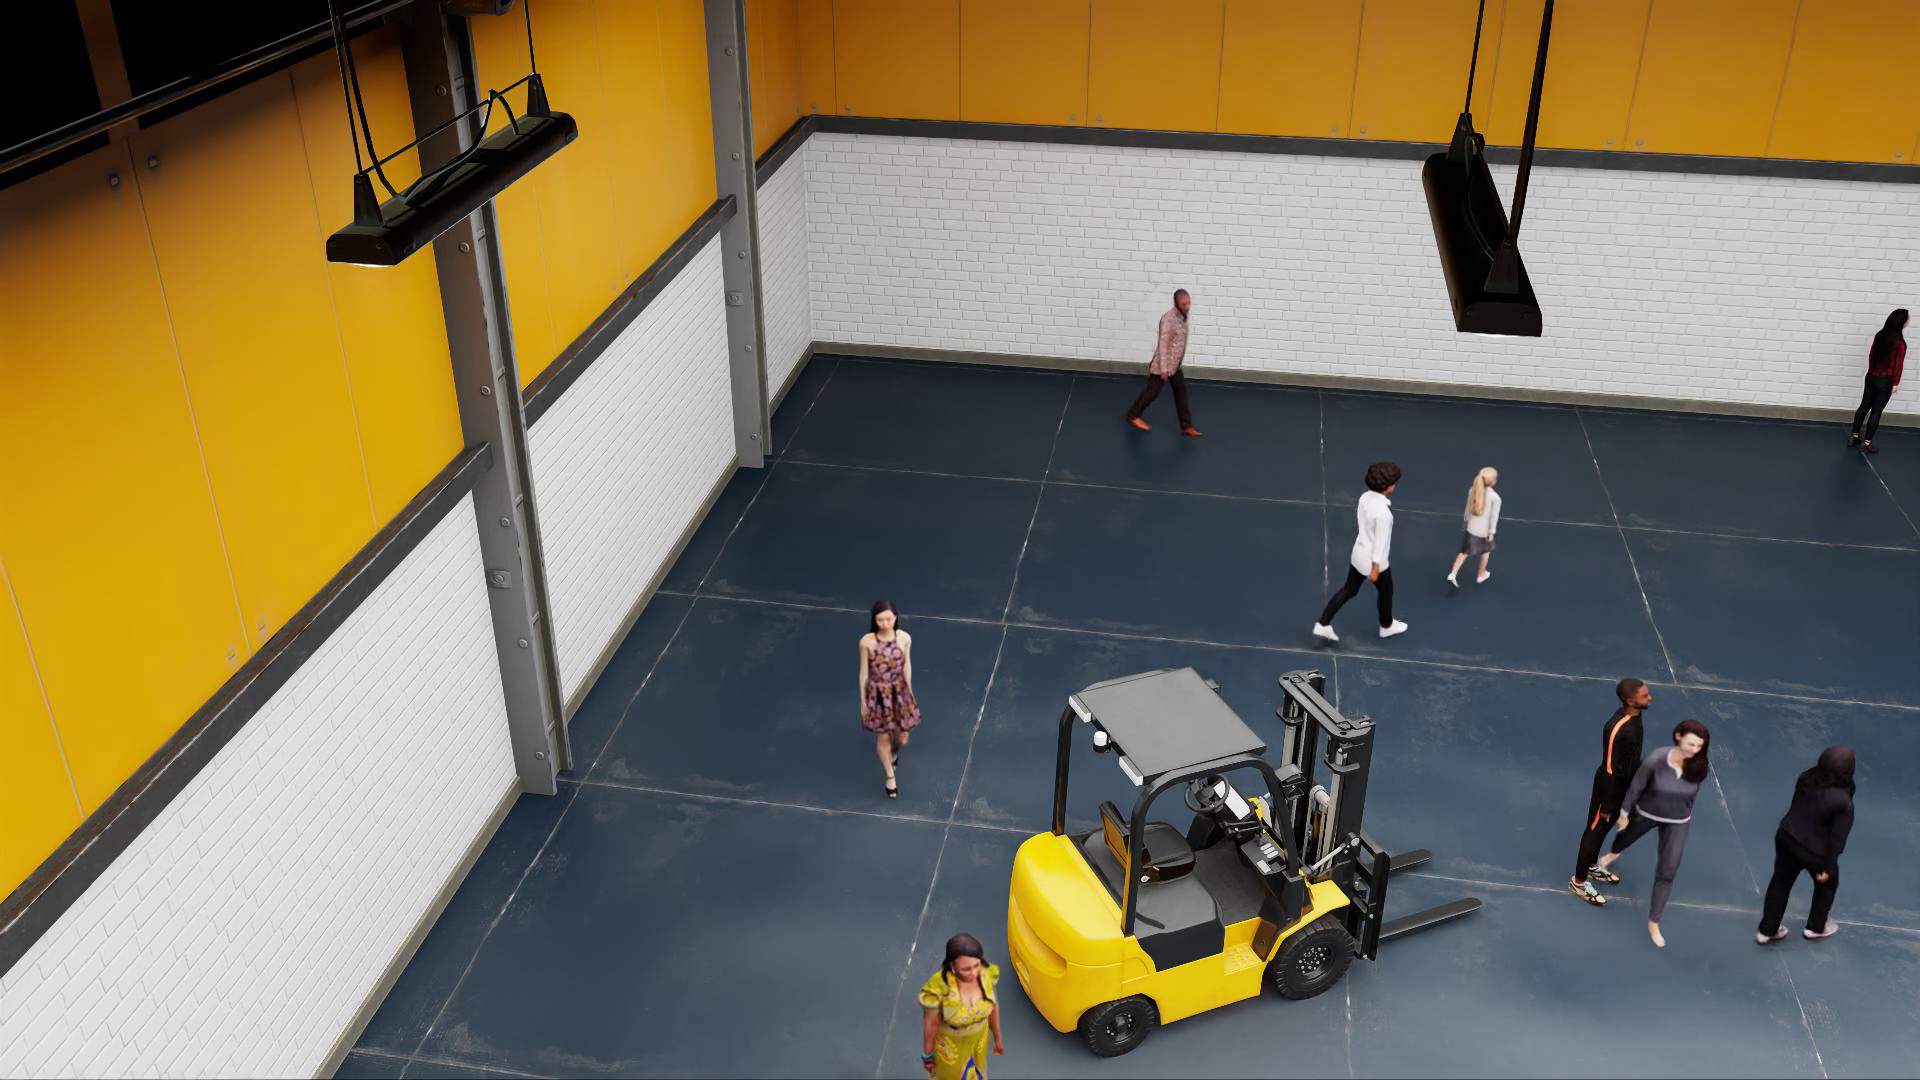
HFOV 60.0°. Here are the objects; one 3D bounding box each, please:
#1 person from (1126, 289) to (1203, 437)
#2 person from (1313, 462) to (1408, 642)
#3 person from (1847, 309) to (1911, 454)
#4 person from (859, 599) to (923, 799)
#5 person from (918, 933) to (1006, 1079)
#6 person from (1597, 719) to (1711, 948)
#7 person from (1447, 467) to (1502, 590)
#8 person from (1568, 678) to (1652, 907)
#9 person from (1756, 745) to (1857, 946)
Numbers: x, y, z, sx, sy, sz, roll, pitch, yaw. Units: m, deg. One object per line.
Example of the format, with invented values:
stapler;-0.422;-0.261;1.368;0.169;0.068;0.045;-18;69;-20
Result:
person;2.273;-2.026;18.818;1.185;1.775;1.250;20;34;32
person;3.578;0.156;14.822;1.036;1.770;1.200;-7;29;-13
person;10.230;-1.782;18.493;0.723;1.656;0.600;-8;30;-14
person;-0.586;1.206;12.906;0.766;1.763;0.850;-5;29;-10
person;-0.048;2.940;9.851;1.117;1.642;1.162;-20;34;-32
person;4.885;1.891;11.699;0.653;1.715;1.176;7;29;12
person;4.912;-0.099;15.825;0.904;1.258;0.795;-24;37;-37
person;4.650;1.751;11.859;0.758;1.808;0.636;21;35;34
person;5.737;2.133;11.386;0.928;1.591;0.896;-12;31;-22
